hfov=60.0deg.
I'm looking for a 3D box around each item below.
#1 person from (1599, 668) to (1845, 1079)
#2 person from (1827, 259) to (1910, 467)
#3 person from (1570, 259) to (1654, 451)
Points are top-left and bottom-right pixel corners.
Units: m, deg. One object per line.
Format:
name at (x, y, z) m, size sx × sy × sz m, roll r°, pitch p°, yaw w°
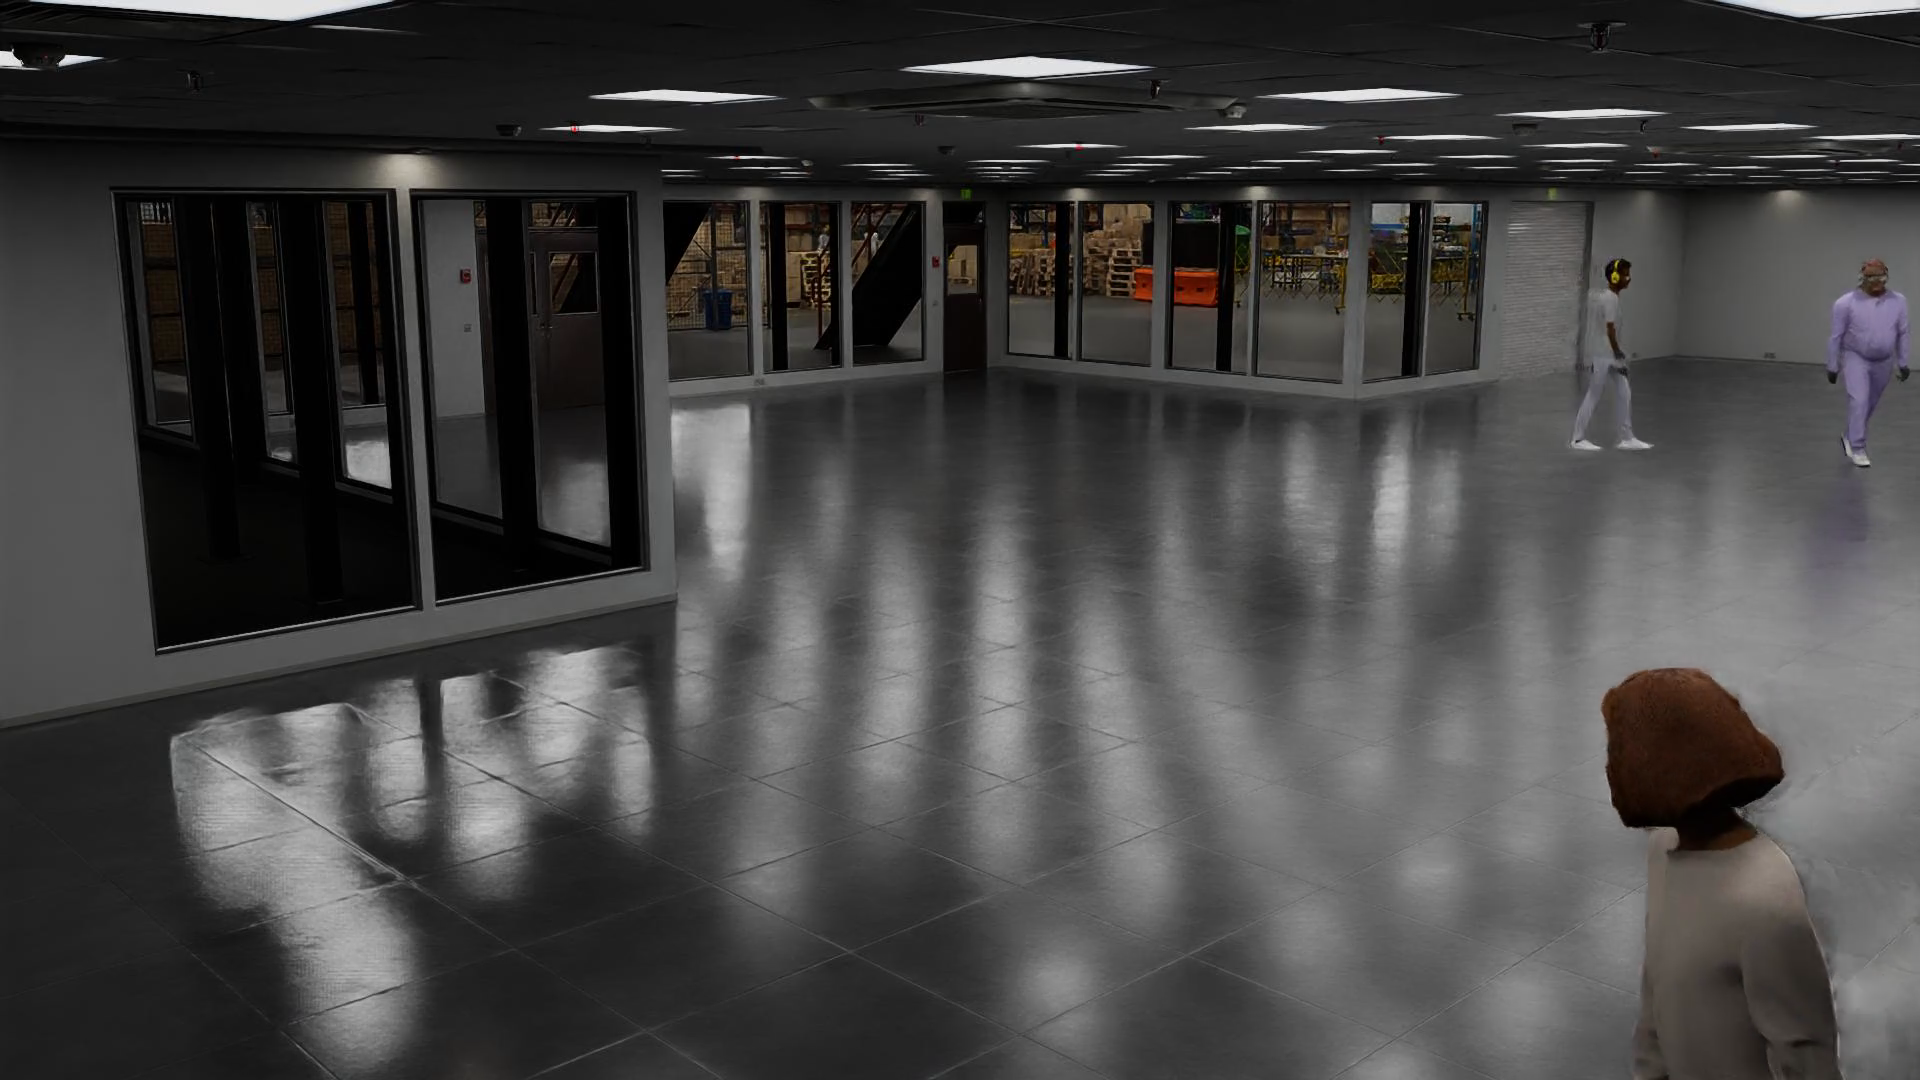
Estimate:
person at (1.236, 1.006, 2.701) m, size 0.464 × 1.592 × 0.533 m, roll 2°, pitch 11°, yaw 8°
person at (8.333, -1.644, 15.304) m, size 0.642 × 1.872 × 0.910 m, roll 1°, pitch 11°, yaw 4°
person at (6.287, -1.737, 15.857) m, size 0.852 × 1.838 × 0.522 m, roll 7°, pitch 13°, yaw 30°
